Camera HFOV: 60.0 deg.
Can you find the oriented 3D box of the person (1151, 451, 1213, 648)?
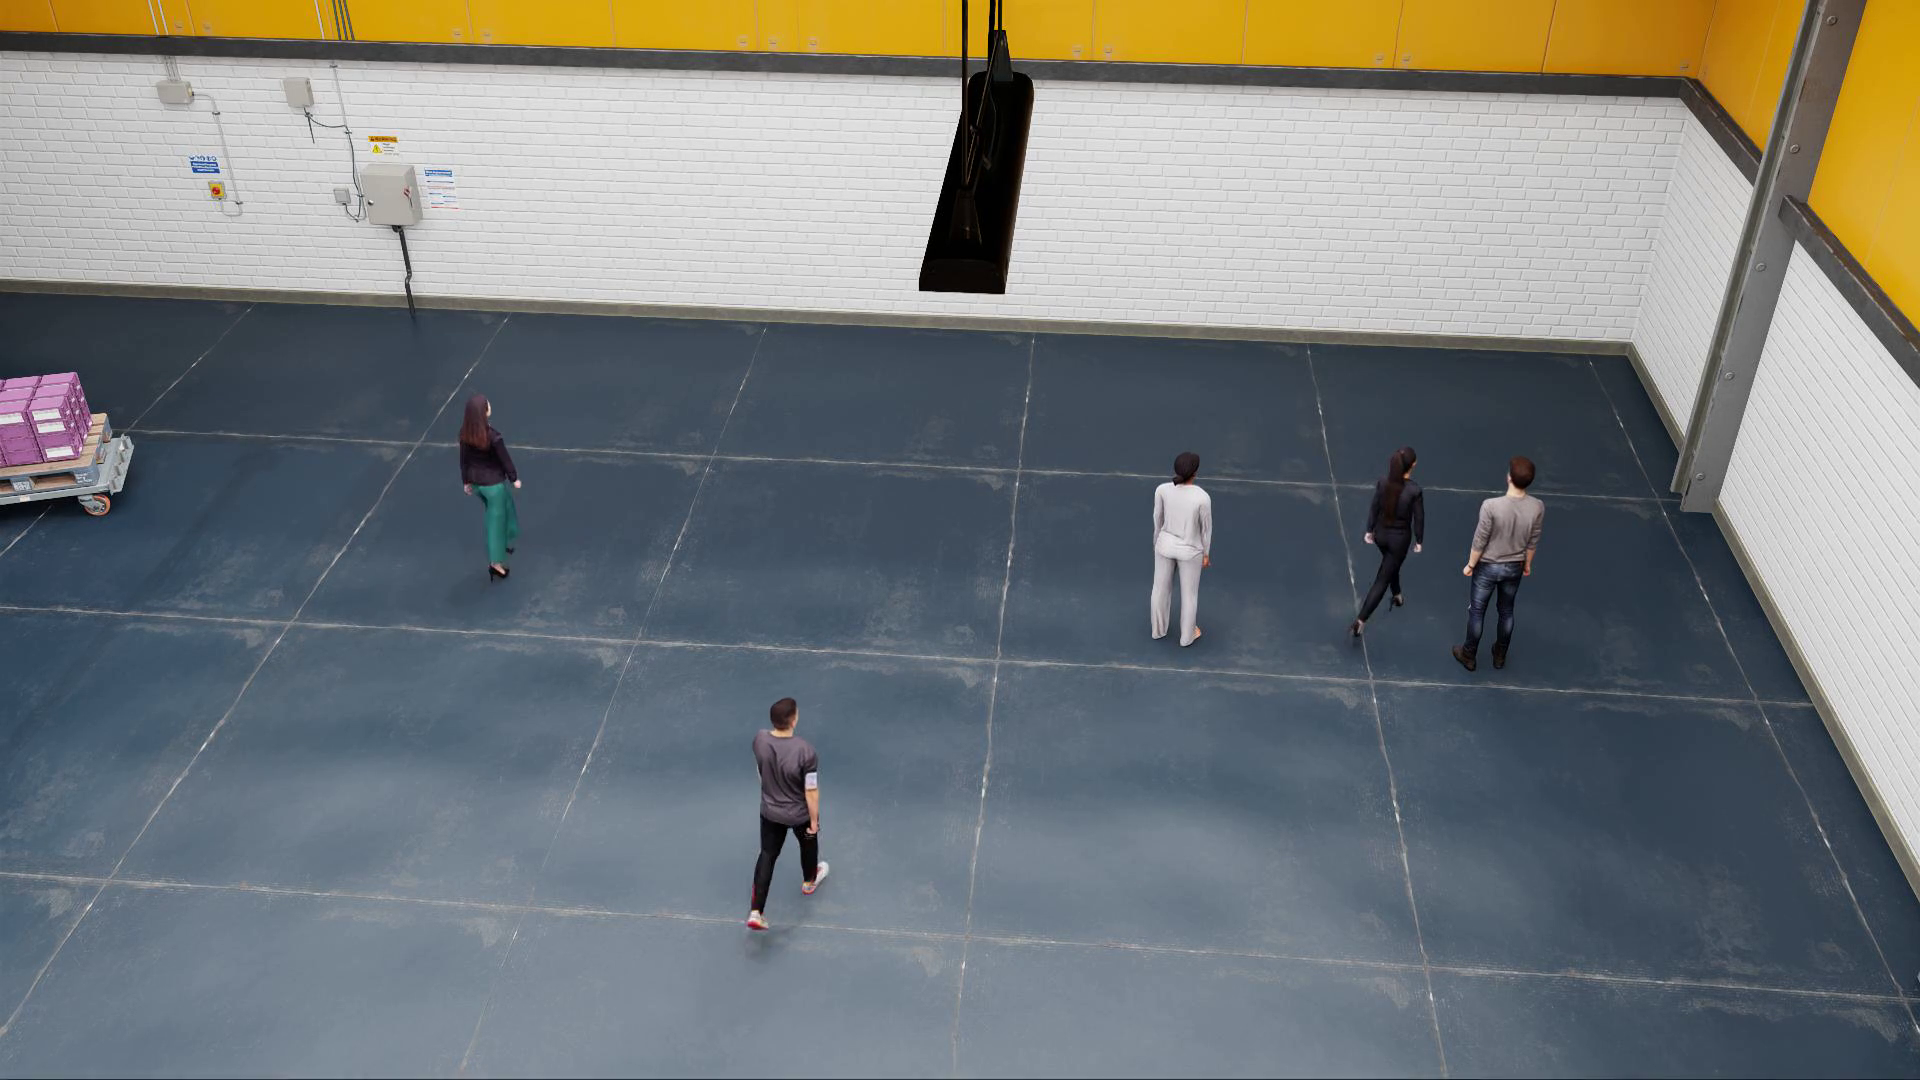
[{"bbox_3d":[1.762,0.065,13.345,0.702,1.736,0.654,15,36,21],"label":"person"}]

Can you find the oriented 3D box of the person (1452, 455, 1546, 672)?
[{"bbox_3d":[4.224,0.197,12.990,0.711,1.911,0.618,-2,34,-2],"label":"person"}]

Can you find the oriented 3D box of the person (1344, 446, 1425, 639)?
[{"bbox_3d":[3.438,0.061,13.414,1.157,1.666,1.031,-29,43,-36],"label":"person"}]

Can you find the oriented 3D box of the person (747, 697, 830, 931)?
[{"bbox_3d":[-1.170,1.789,10.749,0.833,1.740,1.156,12,35,17],"label":"person"}]

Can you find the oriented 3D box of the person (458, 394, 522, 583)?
[{"bbox_3d":[-4.023,-0.397,14.054,0.753,1.721,0.858,17,37,24],"label":"person"}]
